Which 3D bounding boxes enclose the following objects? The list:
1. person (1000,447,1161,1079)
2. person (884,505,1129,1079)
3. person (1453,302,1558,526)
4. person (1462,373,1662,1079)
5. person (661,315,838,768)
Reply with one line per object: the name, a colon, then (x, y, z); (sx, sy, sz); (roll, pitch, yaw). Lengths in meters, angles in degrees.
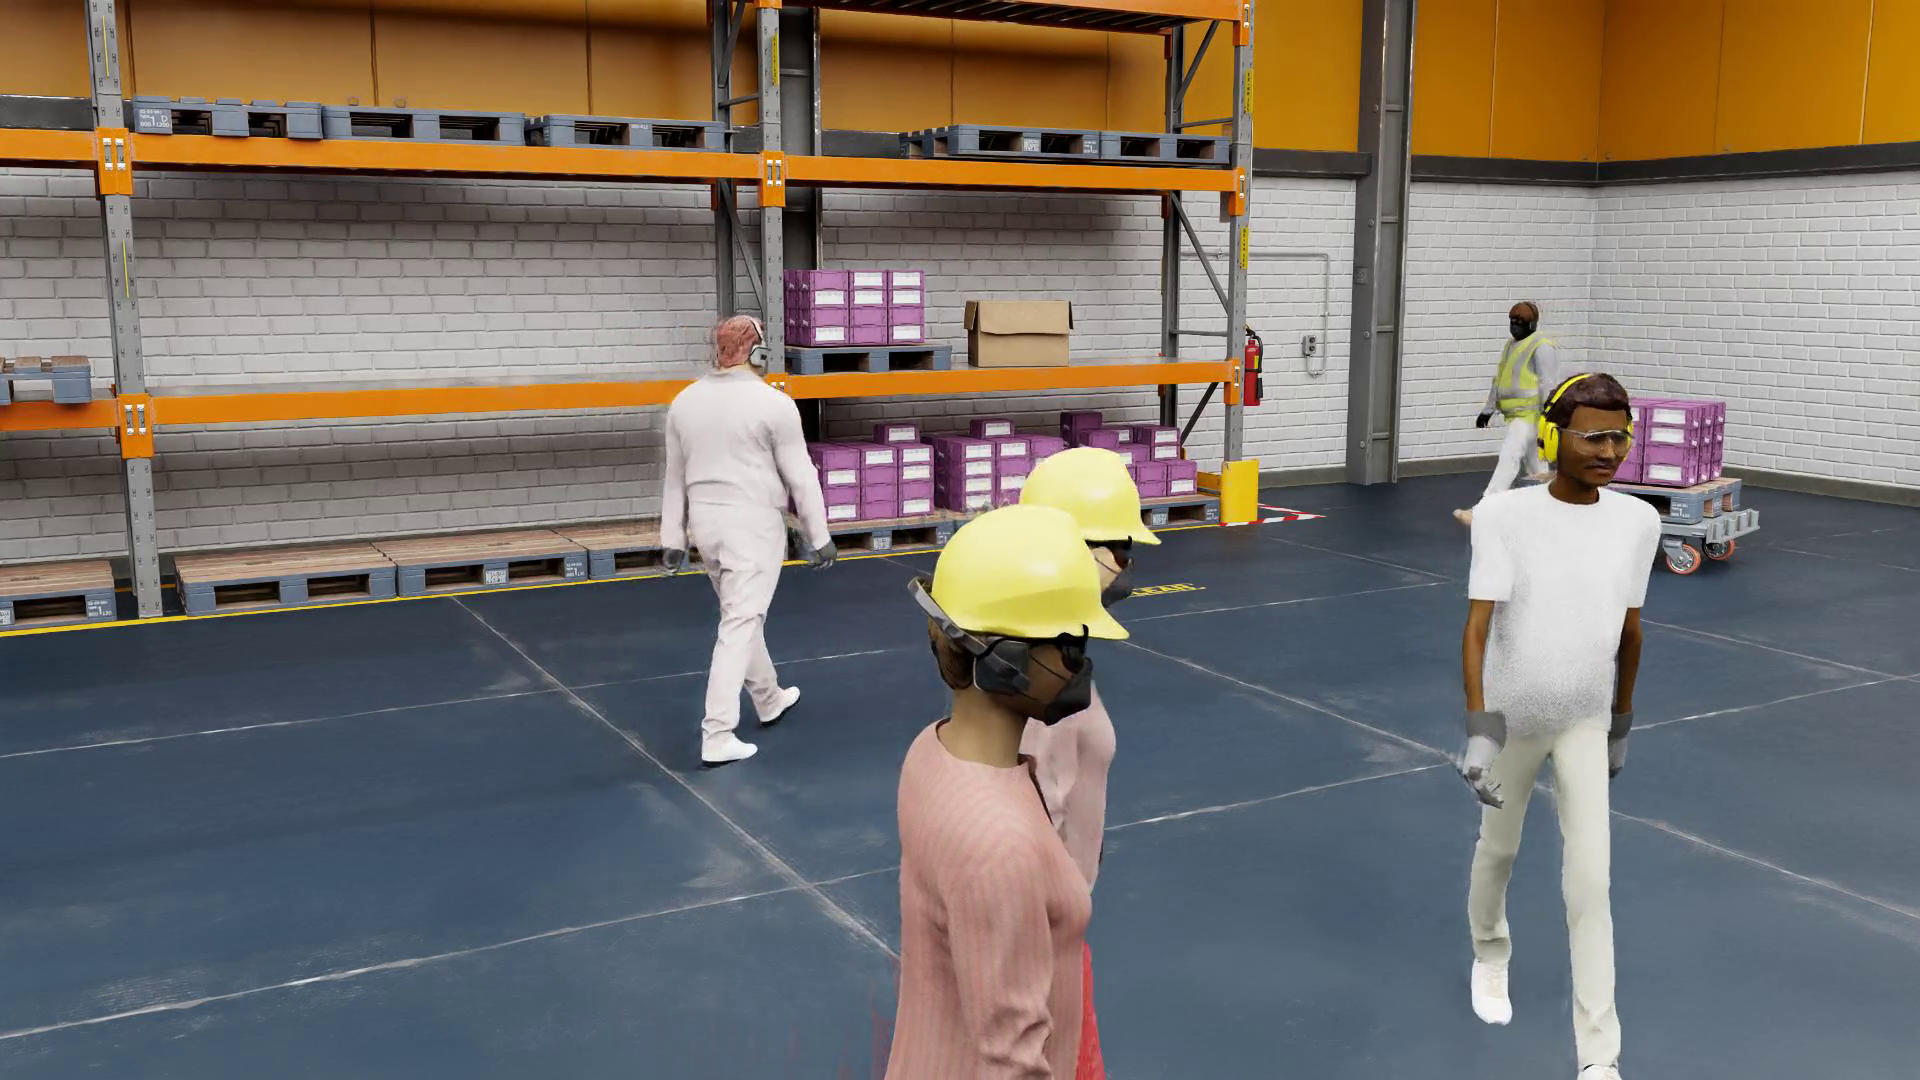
person: (0.097, 0.701, 3.058); (0.520, 1.750, 0.558); (0, 9, -1)
person: (0.057, 0.827, 2.276); (0.326, 1.765, 0.533); (-2, 9, -10)
person: (4.322, -0.970, 13.121); (0.907, 1.793, 0.653); (0, 9, 0)
person: (1.513, 0.483, 4.240); (0.525, 1.810, 1.016); (1, 9, 4)
person: (-0.855, -0.018, 7.140); (0.673, 1.861, 0.965); (6, 11, 34)
